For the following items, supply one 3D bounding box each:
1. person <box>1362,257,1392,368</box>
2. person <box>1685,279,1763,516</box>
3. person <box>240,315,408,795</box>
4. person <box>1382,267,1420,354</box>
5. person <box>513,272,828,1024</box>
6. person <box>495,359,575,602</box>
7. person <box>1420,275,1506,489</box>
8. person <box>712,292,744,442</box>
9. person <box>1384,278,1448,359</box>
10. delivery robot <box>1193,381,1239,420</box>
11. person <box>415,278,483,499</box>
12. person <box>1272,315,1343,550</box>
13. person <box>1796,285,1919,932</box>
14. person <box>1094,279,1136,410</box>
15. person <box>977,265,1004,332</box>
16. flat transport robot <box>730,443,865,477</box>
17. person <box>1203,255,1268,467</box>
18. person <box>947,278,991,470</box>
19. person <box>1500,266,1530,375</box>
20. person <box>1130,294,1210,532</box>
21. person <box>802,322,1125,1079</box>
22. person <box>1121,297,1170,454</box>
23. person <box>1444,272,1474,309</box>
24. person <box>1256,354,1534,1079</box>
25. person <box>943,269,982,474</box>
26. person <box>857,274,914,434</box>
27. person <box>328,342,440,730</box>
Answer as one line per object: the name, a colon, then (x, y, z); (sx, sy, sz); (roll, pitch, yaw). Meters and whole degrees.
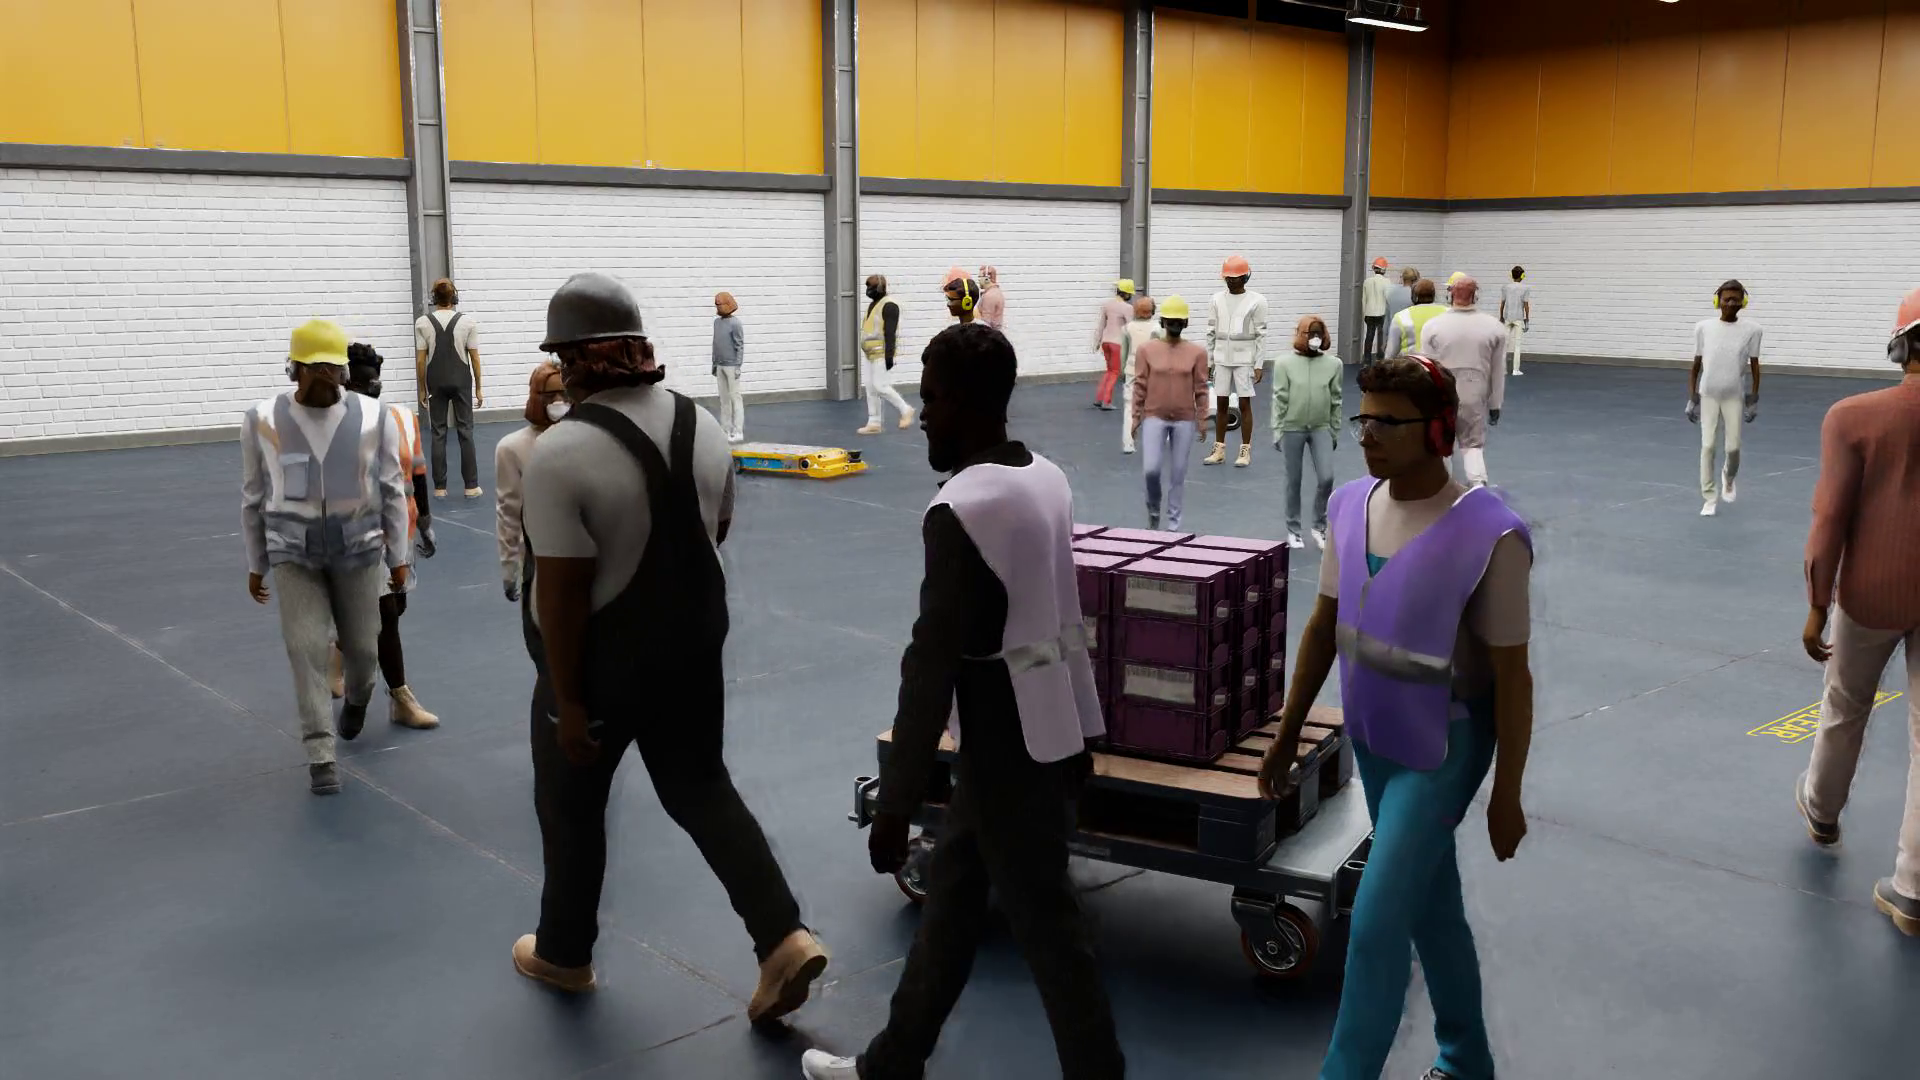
person: (7.457, -4.031, 29.678); (0.377, 1.995, 0.608); (-8, 12, -39)
person: (5.990, -1.122, 13.077); (0.513, 1.851, 0.563); (5, 11, 27)
person: (-2.469, 0.025, 6.498); (0.605, 1.805, 0.766); (-4, 10, -21)
person: (5.774, -2.590, 21.596); (1.034, 1.884, 0.651); (-5, 11, -25)
person: (-0.809, 0.269, 4.365); (0.975, 2.000, 0.687); (7, 12, 37)
person: (-1.551, 0.101, 6.556); (0.530, 1.619, 0.341); (-3, 10, -17)
person: (3.779, -1.051, 12.561); (0.646, 1.885, 0.681); (1, 10, 3)
person: (-2.555, -1.896, 18.232); (0.282, 1.633, 0.498); (-9, 13, -41)
person: (4.180, -1.474, 15.231); (0.650, 1.812, 0.784); (0, 10, -2)
delivery robot: (2.909, -1.613, 19.454); (0.707, 0.478, 0.477); (0, 10, 2)
person: (-4.251, -1.256, 13.870); (0.513, 1.843, 0.334); (-2, 10, -11)
person: (2.382, -0.729, 11.419); (0.498, 1.620, 0.487); (0, 10, 0)
person: (2.991, 0.164, 5.275); (0.635, 1.936, 1.012); (3, 10, 19)
person: (2.046, -2.558, 21.824); (0.505, 1.725, 0.542); (-7, 12, -35)
person: (0.343, -2.496, 20.965); (0.411, 1.906, 0.647); (1, 10, 7)
flat transport robot: (-1.663, -0.758, 15.551); (1.431, 0.197, 0.652); (5, 11, 28)
person: (2.631, -1.711, 15.983); (0.605, 2.033, 0.391); (6, 11, 31)
person: (0.051, -0.966, 12.114); (0.332, 1.866, 0.514); (-7, 12, -35)
person: (9.440, -3.729, 28.317); (0.510, 1.862, 0.323); (7, 12, 37)
person: (1.474, -0.836, 11.649); (0.551, 1.752, 0.360); (0, 10, 1)
person: (-0.001, 0.470, 3.671); (0.935, 1.863, 0.740); (3, 10, 18)
person: (1.918, -1.701, 17.206); (0.539, 1.593, 0.871); (5, 11, 26)
person: (5.834, -2.230, 19.597); (0.403, 1.836, 0.591); (5, 11, 28)
person: (0.920, 0.498, 3.710); (0.907, 1.804, 0.580); (-4, 10, -21)
person: (0.054, -1.549, 15.470); (0.362, 1.897, 0.571); (-1, 10, -5)
person: (-0.867, -2.102, 18.881); (0.542, 1.824, 0.642); (-5, 11, -28)
person: (-2.590, -0.030, 7.198); (0.736, 1.668, 0.534); (6, 11, 31)
